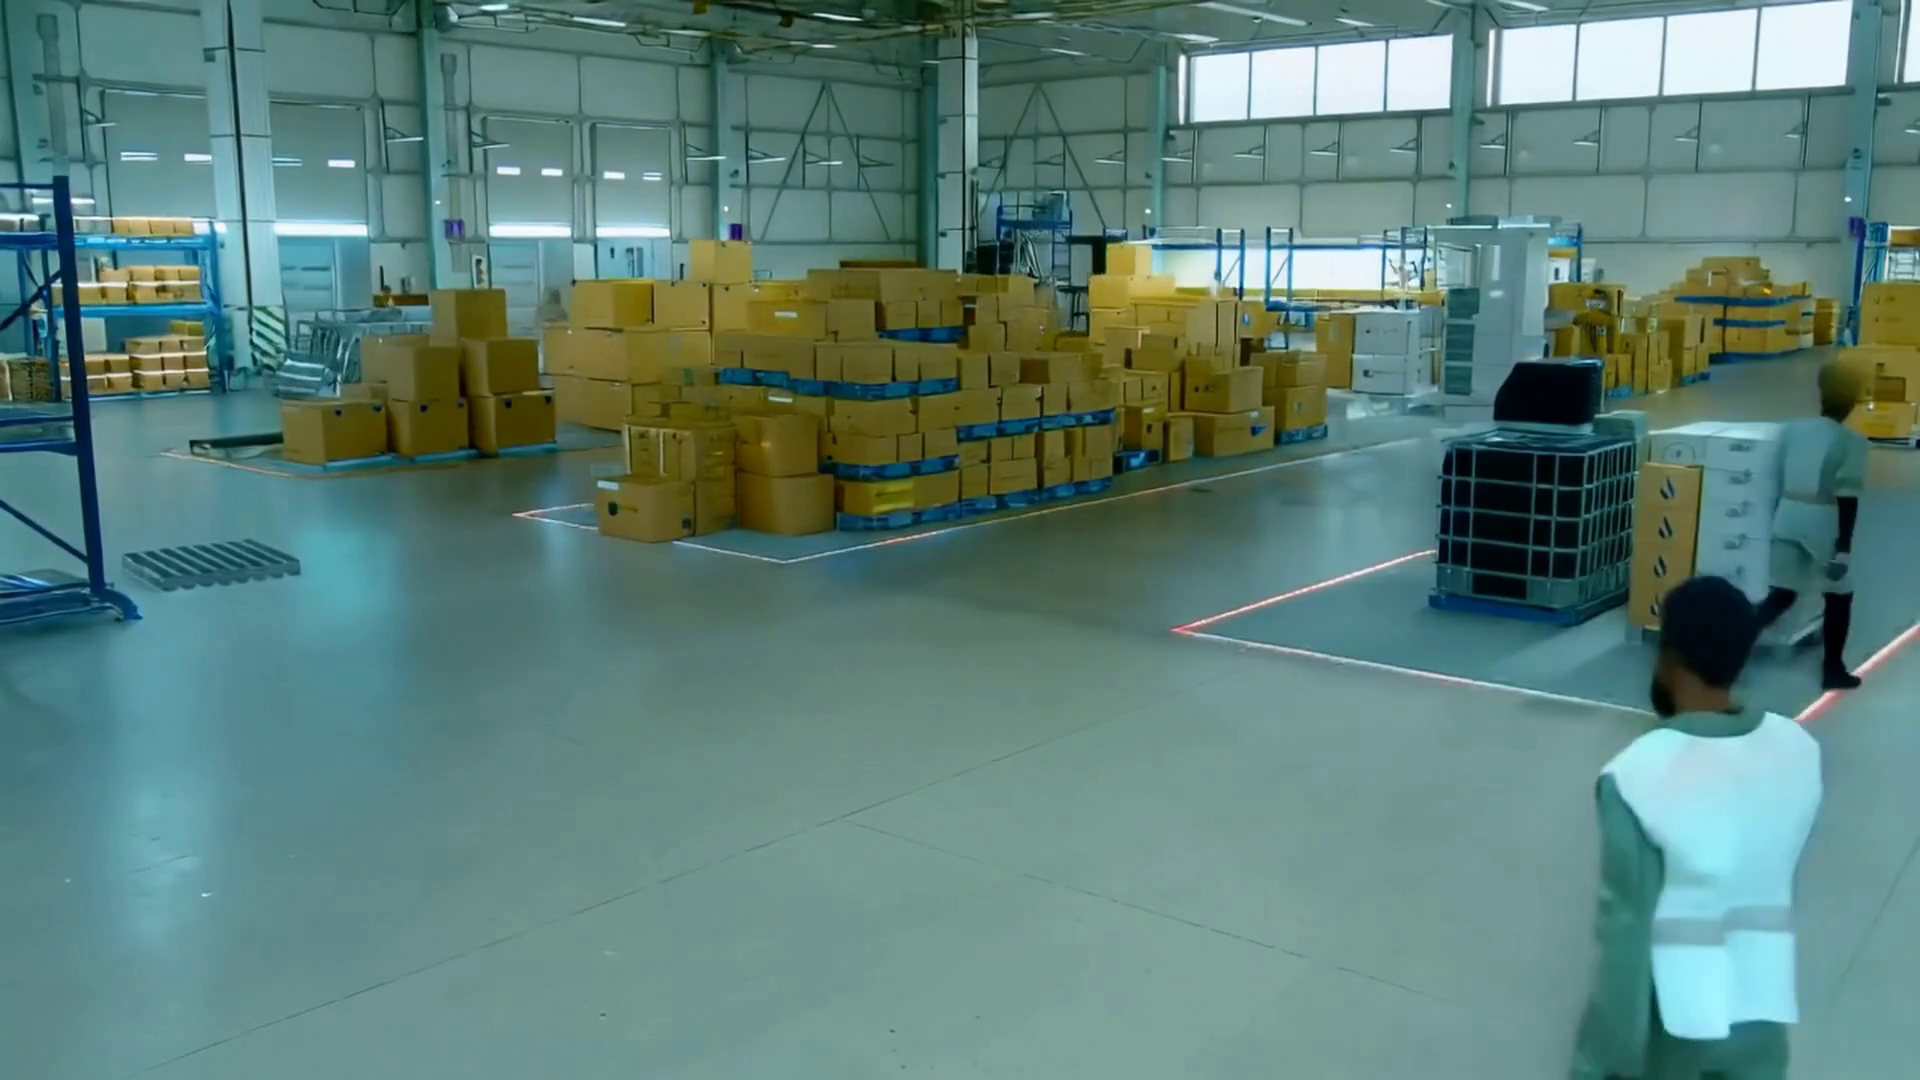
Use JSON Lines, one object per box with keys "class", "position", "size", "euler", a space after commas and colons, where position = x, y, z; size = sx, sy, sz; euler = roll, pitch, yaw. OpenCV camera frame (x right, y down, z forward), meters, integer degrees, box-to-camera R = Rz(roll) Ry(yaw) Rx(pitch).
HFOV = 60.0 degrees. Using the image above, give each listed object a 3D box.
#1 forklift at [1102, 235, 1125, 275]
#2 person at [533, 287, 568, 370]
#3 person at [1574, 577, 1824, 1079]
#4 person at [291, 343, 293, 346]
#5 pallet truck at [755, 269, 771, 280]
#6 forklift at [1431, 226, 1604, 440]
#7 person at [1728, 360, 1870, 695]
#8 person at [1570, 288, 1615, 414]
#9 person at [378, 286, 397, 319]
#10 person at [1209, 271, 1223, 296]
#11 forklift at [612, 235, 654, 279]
{"class": "forklift", "position": [3.487, -5.577, 38.143], "size": [1.873, 2.768, 1.129], "euler": [2, 10, 13]}
{"class": "person", "position": [-6.563, -3.120, 26.882], "size": [0.649, 1.919, 0.446], "euler": [4, 11, 21]}
{"class": "person", "position": [1.609, 1.010, 3.586], "size": [0.579, 1.863, 1.055], "euler": [-3, 10, -18]}
{"class": "person", "position": [-14.781, -4.695, 36.087], "size": [0.955, 1.851, 0.584], "euler": [-6, 12, -31]}
{"class": "pallet truck", "position": [-4.996, -6.432, 45.525], "size": [1.885, 1.965, 0.823], "euler": [-6, 12, -32]}
{"class": "forklift", "position": [7.339, -2.688, 21.696], "size": [1.873, 2.768, 1.129], "euler": [8, 13, 40]}
{"class": "person", "position": [4.768, -0.048, 9.377], "size": [0.896, 1.940, 0.623], "euler": [-4, 11, -21]}
{"class": "person", "position": [8.778, -2.489, 23.081], "size": [0.611, 1.995, 0.380], "euler": [8, 13, 39]}
{"class": "person", "position": [-14.375, -5.599, 41.928], "size": [0.524, 1.597, 0.856], "euler": [5, 11, 29]}
{"class": "person", "position": [7.058, -6.600, 46.741], "size": [0.728, 1.907, 0.585], "euler": [2, 10, 12]}
{"class": "forklift", "position": [-7.300, -5.450, 37.421], "size": [1.873, 2.768, 1.129], "euler": [8, 13, 40]}
